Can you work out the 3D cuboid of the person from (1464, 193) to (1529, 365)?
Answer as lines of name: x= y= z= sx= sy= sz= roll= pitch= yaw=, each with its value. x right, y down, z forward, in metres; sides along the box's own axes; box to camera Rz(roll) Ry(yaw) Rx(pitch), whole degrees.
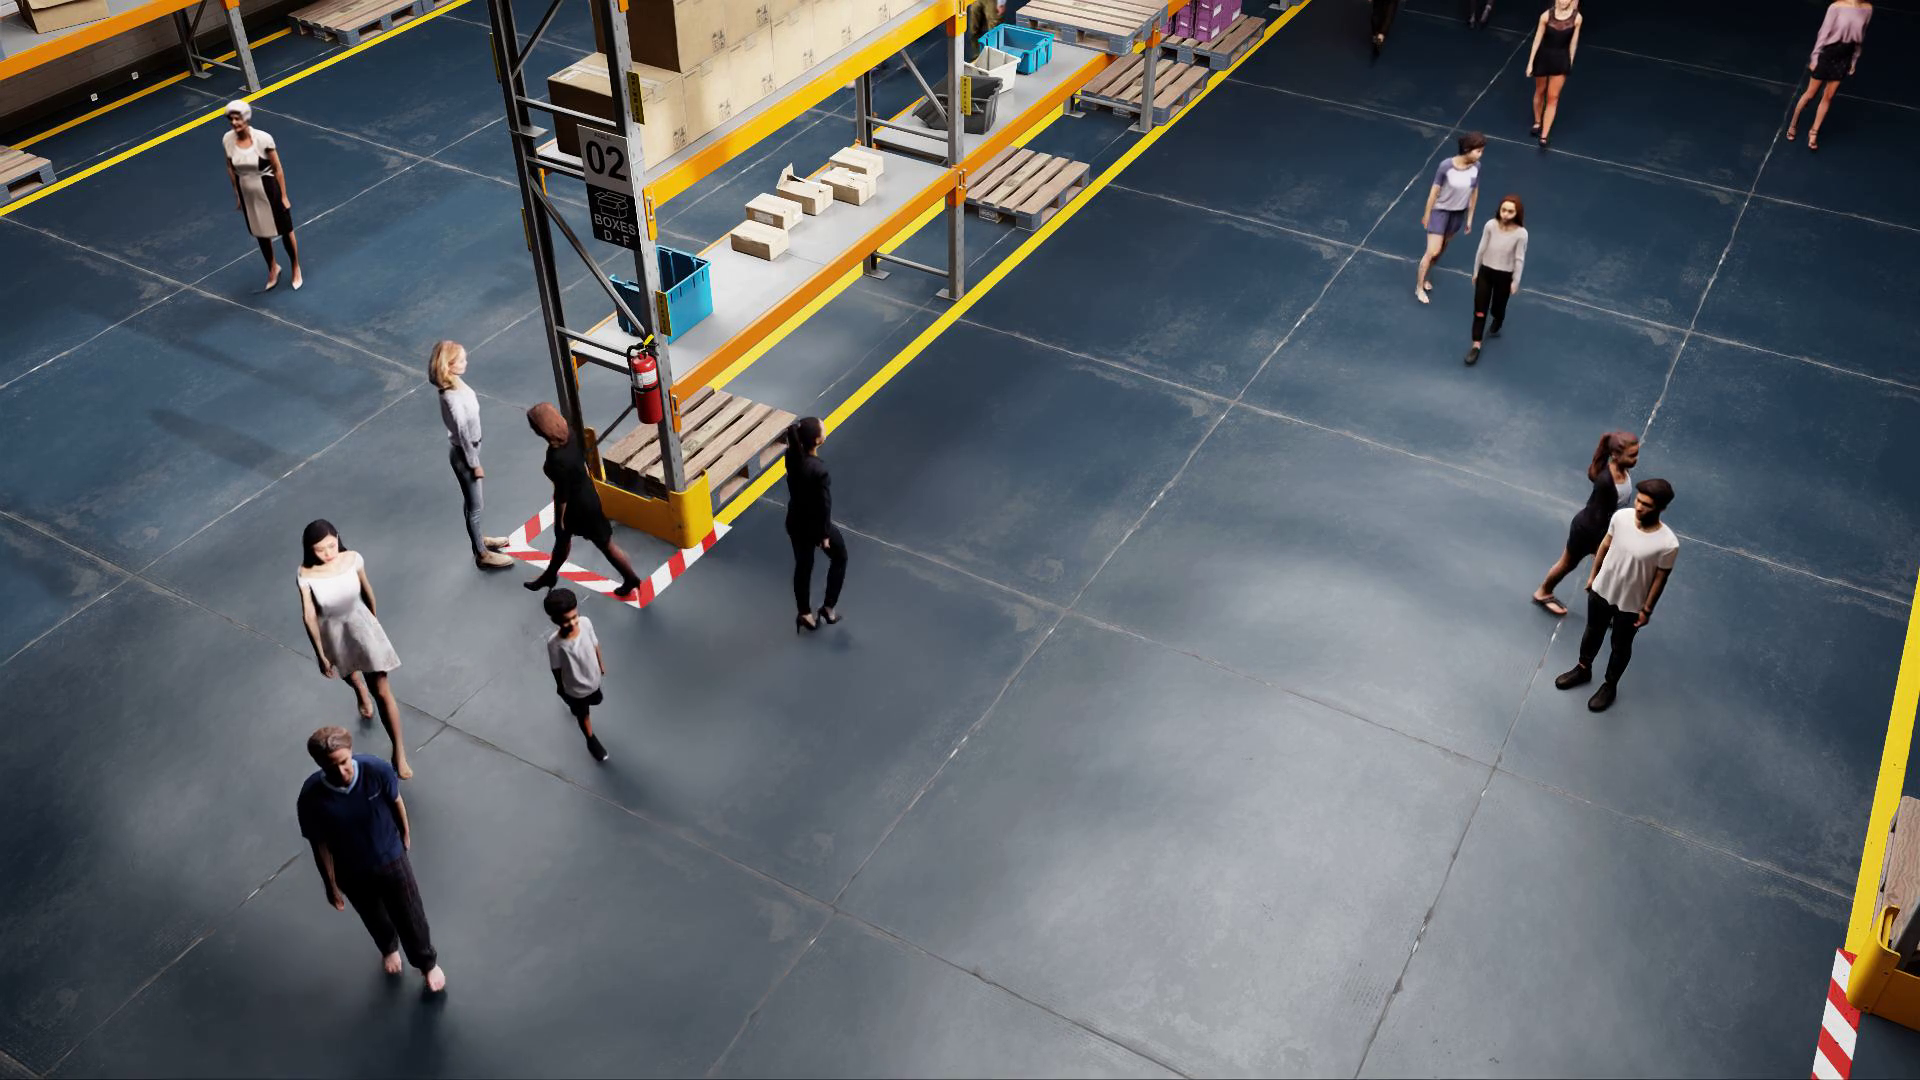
person: x=4.458 y=-2.207 z=13.780 sx=0.546 sy=1.470 sz=0.873 roll=21 pitch=43 yaw=24

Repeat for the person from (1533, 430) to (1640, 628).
person: x=4.163 y=-0.104 z=11.103 sx=0.948 sy=1.524 sz=0.797 roll=-28 pitch=46 yaw=-30

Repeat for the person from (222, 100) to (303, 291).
person: x=-6.105 y=-3.016 z=14.565 sx=0.699 sy=1.755 sz=0.687 roll=1 pitch=39 yaw=2

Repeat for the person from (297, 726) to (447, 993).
person: x=-3.137 y=1.605 z=8.703 sx=0.853 sy=1.850 sz=0.911 roll=-17 pitch=42 yaw=-20

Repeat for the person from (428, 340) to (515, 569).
person: x=-3.413 y=-0.593 z=11.499 sx=0.714 sy=1.794 sz=0.662 roll=-11 pitch=40 yaw=-14

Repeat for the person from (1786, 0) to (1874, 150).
person: x=8.813 y=-4.854 z=16.820 sx=0.745 sy=1.812 sz=0.764 roll=3 pitch=39 yaw=4

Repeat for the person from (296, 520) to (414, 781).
person: x=-3.747 y=0.568 z=10.105 sx=1.204 sy=1.721 sz=1.098 roll=-18 pitch=42 yaw=-22

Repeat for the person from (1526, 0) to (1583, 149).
person: x=6.076 y=-4.930 z=17.043 sx=0.698 sy=1.652 sz=0.995 roll=13 pitch=40 yaw=16

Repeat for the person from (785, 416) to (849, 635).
person: x=-1.039 y=-0.047 z=10.892 sx=0.650 sy=1.698 sz=0.670 roll=30 pitch=47 yaw=32

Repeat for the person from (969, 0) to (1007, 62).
person: x=0.309 y=-5.913 z=18.152 sx=0.700 sy=1.805 sz=0.604 roll=30 pitch=47 yaw=32

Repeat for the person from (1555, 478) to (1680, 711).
person: x=4.163 y=0.314 z=10.421 sx=0.683 sy=1.722 sz=0.700 roll=-23 pitch=44 yaw=-26

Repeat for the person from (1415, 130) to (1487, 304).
person: x=4.258 y=-2.908 z=14.606 sx=0.806 sy=1.534 sz=0.866 roll=-6 pitch=39 yaw=-7

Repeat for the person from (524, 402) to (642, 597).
person: x=-2.449 y=-0.215 z=11.136 sx=1.065 sy=1.656 sz=1.075 roll=-2 pitch=39 yaw=-3

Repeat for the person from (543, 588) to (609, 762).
person: x=-2.371 y=0.776 z=10.222 sx=0.727 sy=1.248 sz=0.658 roll=-32 pitch=48 yaw=-33

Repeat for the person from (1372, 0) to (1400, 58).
person: x=4.804 y=-6.178 z=18.760 sx=0.648 sy=1.461 sz=0.925 roll=14 pitch=41 yaw=17
